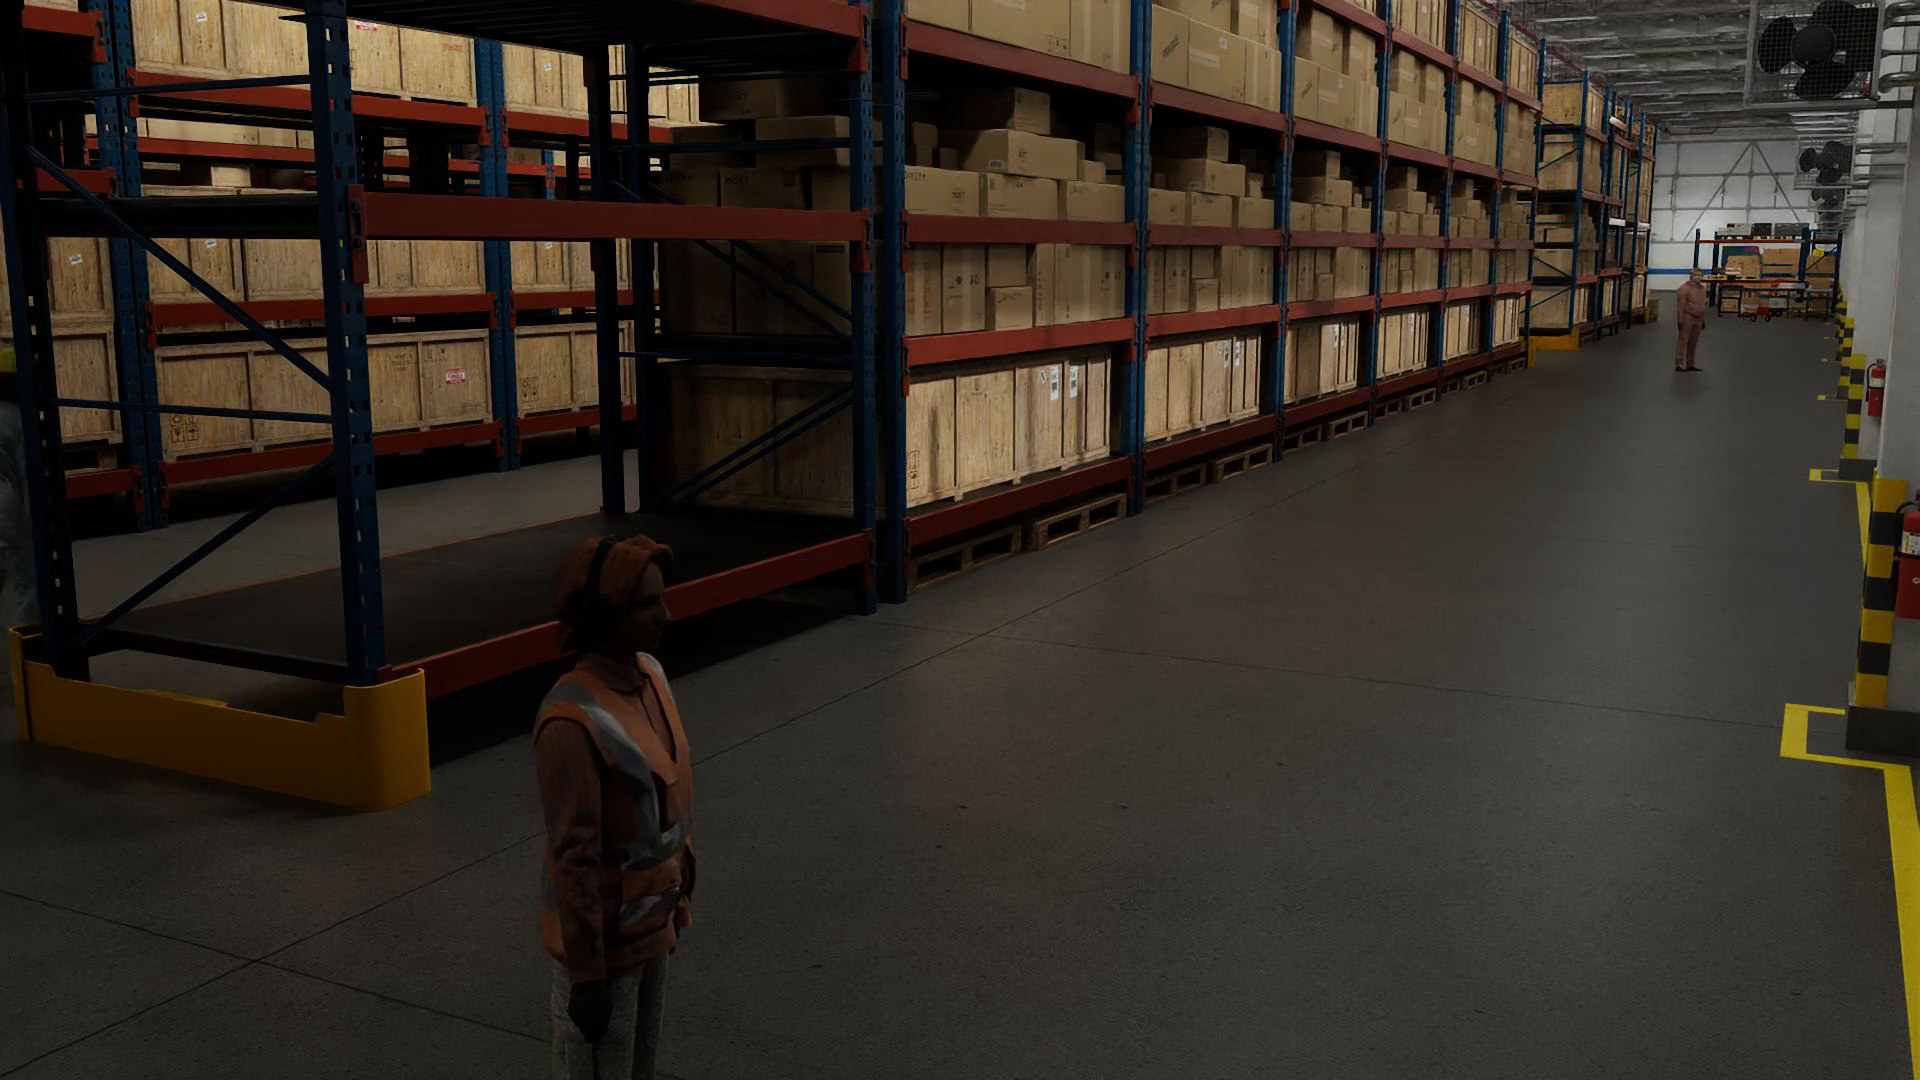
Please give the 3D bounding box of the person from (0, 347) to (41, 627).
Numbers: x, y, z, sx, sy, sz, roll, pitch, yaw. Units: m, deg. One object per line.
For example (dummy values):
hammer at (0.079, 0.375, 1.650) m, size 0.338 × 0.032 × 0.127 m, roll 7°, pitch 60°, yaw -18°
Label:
person at (-4.708, -0.081, 8.171) m, size 0.607 × 1.720 × 0.486 m, roll 5°, pitch 11°, yaw 28°

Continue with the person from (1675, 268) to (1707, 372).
person at (13.471, -4.045, 30.587) m, size 0.648 × 1.904 × 0.401 m, roll -4°, pitch 11°, yaw -24°

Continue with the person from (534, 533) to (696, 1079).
person at (-0.682, 0.796, 3.327) m, size 0.309 × 1.639 × 0.523 m, roll 1°, pitch 10°, yaw 6°
